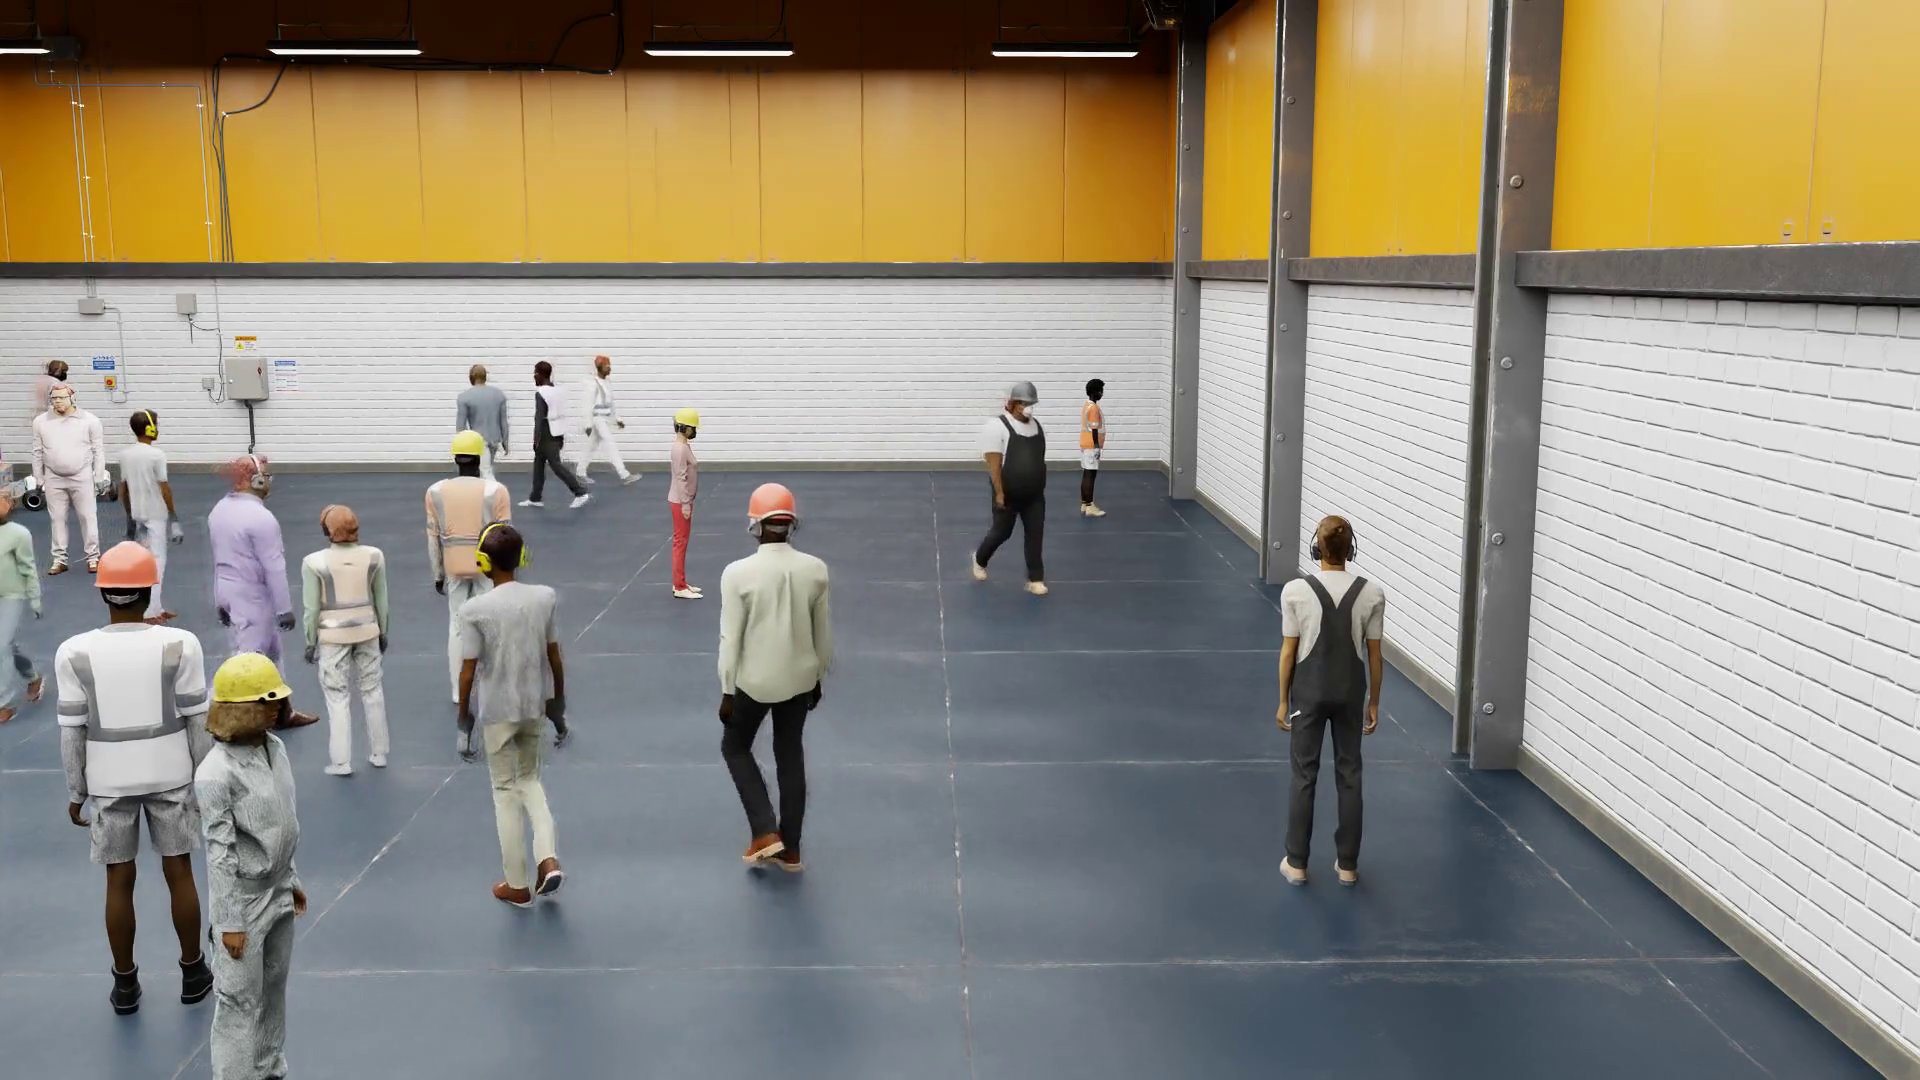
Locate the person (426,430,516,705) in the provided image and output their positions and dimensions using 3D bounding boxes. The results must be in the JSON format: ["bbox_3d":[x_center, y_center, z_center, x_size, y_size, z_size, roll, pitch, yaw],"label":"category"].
[{"bbox_3d":[-3.380,0.197,11.569,0.592,1.925,0.377,0,9,1],"label":"person"}]

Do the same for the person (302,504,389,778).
[{"bbox_3d":[-3.670,0.600,9.980,0.522,1.637,0.311,-8,12,-41],"label":"person"}]

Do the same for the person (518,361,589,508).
[{"bbox_3d":[-5.176,-1.337,21.135,0.958,1.873,0.628,1,9,7],"label":"person"}]

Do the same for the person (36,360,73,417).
[{"bbox_3d":[-12.119,-1.501,22.313,0.683,1.818,0.442,8,12,42],"label":"person"}]

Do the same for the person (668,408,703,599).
[{"bbox_3d":[-2.534,-0.341,15.384,0.327,1.761,0.524,-1,9,-9],"label":"person"}]

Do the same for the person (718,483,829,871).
[{"bbox_3d":[-0.948,0.696,8.362,0.645,1.969,0.454,-6,11,-35],"label":"person"}]

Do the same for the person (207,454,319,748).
[{"bbox_3d":[-4.579,0.386,10.608,0.640,1.869,0.920,8,12,40],"label":"person"}]

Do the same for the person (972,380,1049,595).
[{"bbox_3d":[0.498,-0.530,15.675,0.678,2.000,0.853,-5,11,-29],"label":"person"}]

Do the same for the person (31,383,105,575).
[{"bbox_3d":[-8.867,-0.606,16.549,0.651,1.907,0.409,-3,10,-16],"label":"person"}]

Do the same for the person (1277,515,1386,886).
[{"bbox_3d":[1.817,0.794,8.186,0.505,1.842,0.332,0,9,2],"label":"person"}]

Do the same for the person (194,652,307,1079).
[{"bbox_3d":[-2.404,1.240,5.728,0.299,1.745,0.483,1,9,4],"label":"person"}]

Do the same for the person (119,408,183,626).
[{"bbox_3d":[-6.889,-0.192,14.181,0.531,1.876,0.398,4,10,24],"label":"person"}]

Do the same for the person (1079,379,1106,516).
[{"bbox_3d":[1.633,-1.140,20.478,0.319,1.693,0.532,-1,9,-6],"label":"person"}]

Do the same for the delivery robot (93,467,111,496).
[{"bbox_3d":[-11.371,-0.822,21.723,0.477,0.478,0.707,-8,12,-41],"label":"delivery robot"}]

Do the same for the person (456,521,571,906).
[{"bbox_3d":[-2.123,0.834,7.871,0.557,1.857,0.396,-9,13,-43],"label":"person"}]

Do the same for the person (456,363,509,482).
[{"bbox_3d":[-5.759,-1.196,20.229,0.985,1.903,0.642,9,13,43],"label":"person"}]

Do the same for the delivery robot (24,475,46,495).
[{"bbox_3d":[-11.411,-0.712,21.049,0.707,0.478,0.477,-2,10,-15],"label":"delivery robot"}]

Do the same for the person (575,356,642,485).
[{"bbox_3d":[-5.010,-1.673,23.386,1.033,1.824,0.577,1,9,5],"label":"person"}]

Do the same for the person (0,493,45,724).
[{"bbox_3d":[-6.522,0.401,11.358,0.504,1.600,0.806,0,9,3],"label":"person"}]

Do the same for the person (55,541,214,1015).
[{"bbox_3d":[-3.354,0.967,6.813,0.553,1.935,0.364,-4,10,-22],"label":"person"}]
